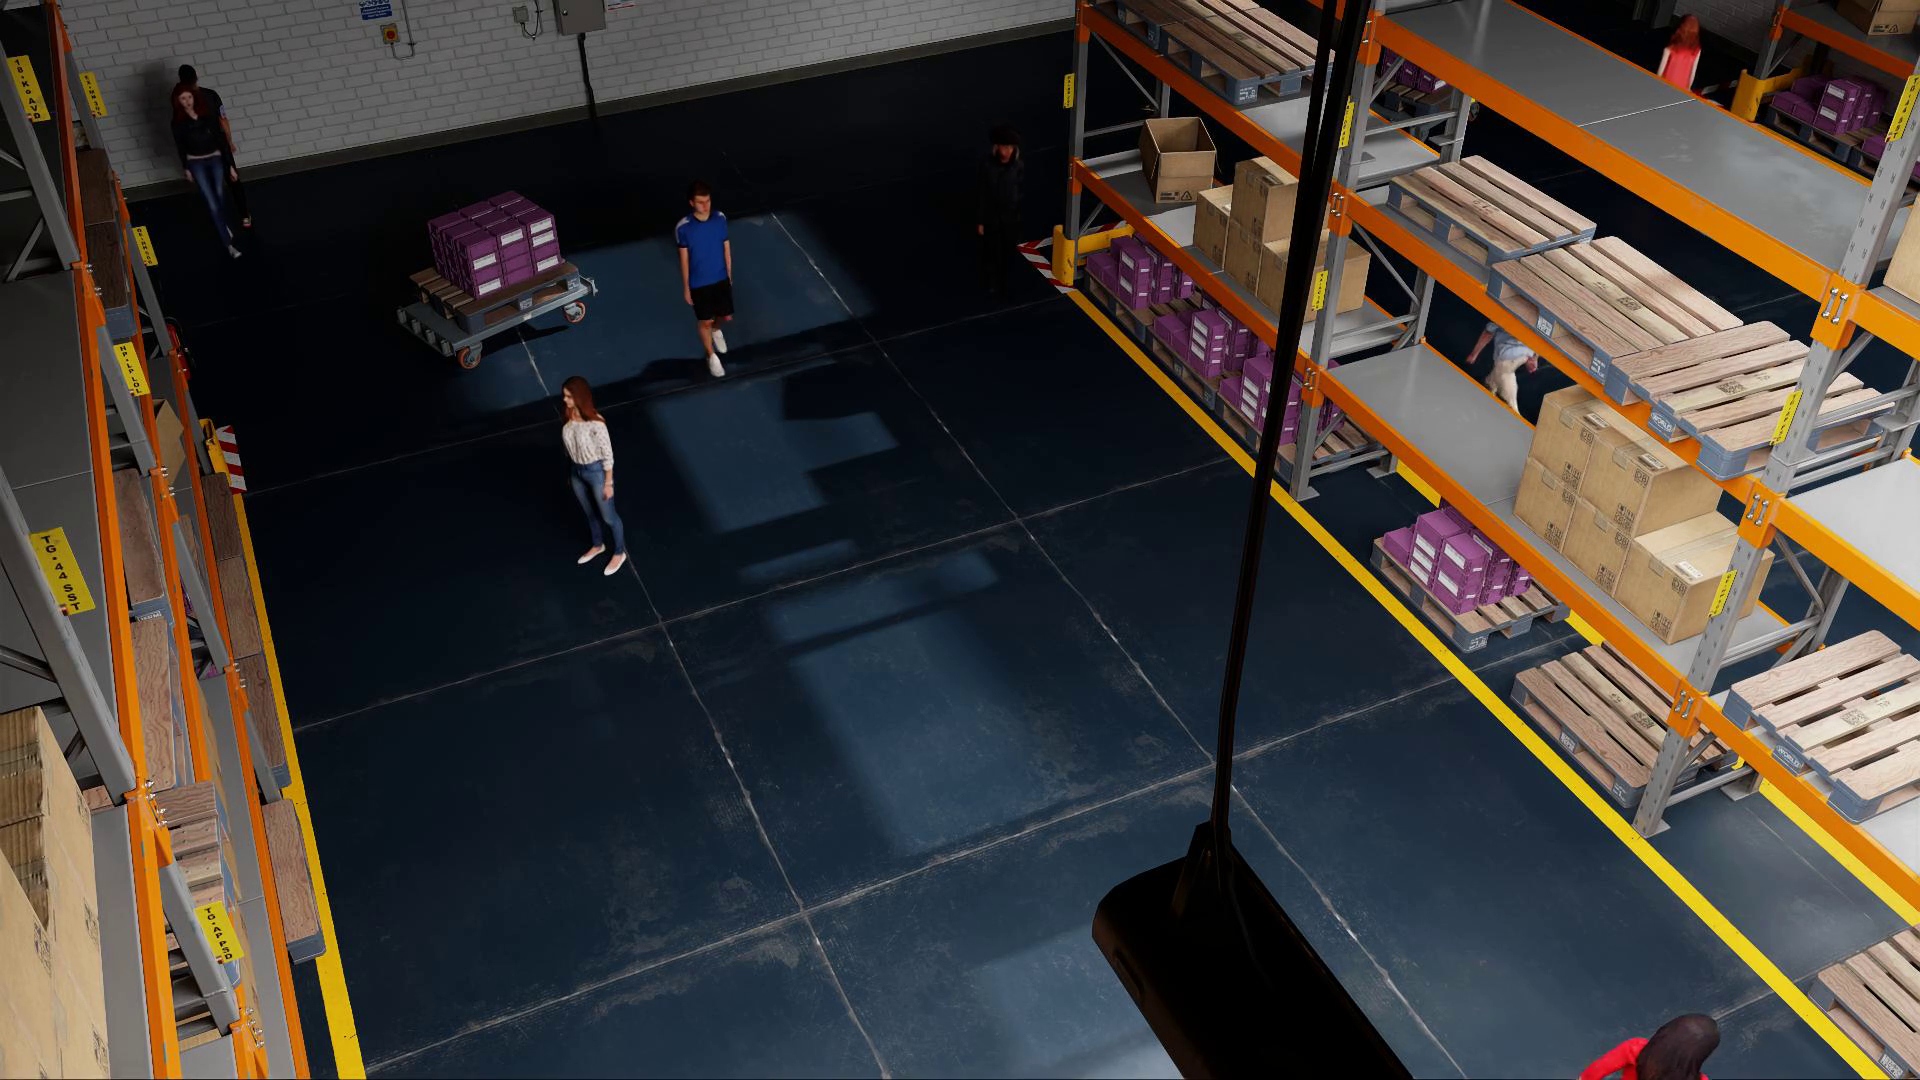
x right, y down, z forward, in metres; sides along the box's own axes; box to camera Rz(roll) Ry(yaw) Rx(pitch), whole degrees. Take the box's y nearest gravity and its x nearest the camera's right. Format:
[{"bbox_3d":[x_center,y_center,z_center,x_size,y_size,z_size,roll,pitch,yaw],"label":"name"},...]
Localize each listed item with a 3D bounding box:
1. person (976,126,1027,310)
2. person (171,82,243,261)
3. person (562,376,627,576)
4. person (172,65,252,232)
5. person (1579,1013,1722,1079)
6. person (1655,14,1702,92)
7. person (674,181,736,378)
[{"bbox_3d":[0.364,-3.153,15.837,0.877,1.738,1.072,0,39,0],"label":"person"},{"bbox_3d":[-7.505,-3.720,16.548,0.788,1.738,1.231,-27,46,-30],"label":"person"},{"bbox_3d":[-2.776,-0.507,12.533,0.608,1.728,0.714,21,43,24],"label":"person"},{"bbox_3d":[-7.583,-3.951,16.816,0.690,1.764,0.622,-27,46,-29],"label":"person"},{"bbox_3d":[3.285,2.972,8.202,1.136,1.696,1.123,17,42,20],"label":"person"},{"bbox_3d":[7.530,-4.629,17.628,0.745,1.810,0.765,0,39,0],"label":"person"},{"bbox_3d":[-2.287,-2.364,14.755,0.679,1.856,0.810,-19,42,-22],"label":"person"}]
